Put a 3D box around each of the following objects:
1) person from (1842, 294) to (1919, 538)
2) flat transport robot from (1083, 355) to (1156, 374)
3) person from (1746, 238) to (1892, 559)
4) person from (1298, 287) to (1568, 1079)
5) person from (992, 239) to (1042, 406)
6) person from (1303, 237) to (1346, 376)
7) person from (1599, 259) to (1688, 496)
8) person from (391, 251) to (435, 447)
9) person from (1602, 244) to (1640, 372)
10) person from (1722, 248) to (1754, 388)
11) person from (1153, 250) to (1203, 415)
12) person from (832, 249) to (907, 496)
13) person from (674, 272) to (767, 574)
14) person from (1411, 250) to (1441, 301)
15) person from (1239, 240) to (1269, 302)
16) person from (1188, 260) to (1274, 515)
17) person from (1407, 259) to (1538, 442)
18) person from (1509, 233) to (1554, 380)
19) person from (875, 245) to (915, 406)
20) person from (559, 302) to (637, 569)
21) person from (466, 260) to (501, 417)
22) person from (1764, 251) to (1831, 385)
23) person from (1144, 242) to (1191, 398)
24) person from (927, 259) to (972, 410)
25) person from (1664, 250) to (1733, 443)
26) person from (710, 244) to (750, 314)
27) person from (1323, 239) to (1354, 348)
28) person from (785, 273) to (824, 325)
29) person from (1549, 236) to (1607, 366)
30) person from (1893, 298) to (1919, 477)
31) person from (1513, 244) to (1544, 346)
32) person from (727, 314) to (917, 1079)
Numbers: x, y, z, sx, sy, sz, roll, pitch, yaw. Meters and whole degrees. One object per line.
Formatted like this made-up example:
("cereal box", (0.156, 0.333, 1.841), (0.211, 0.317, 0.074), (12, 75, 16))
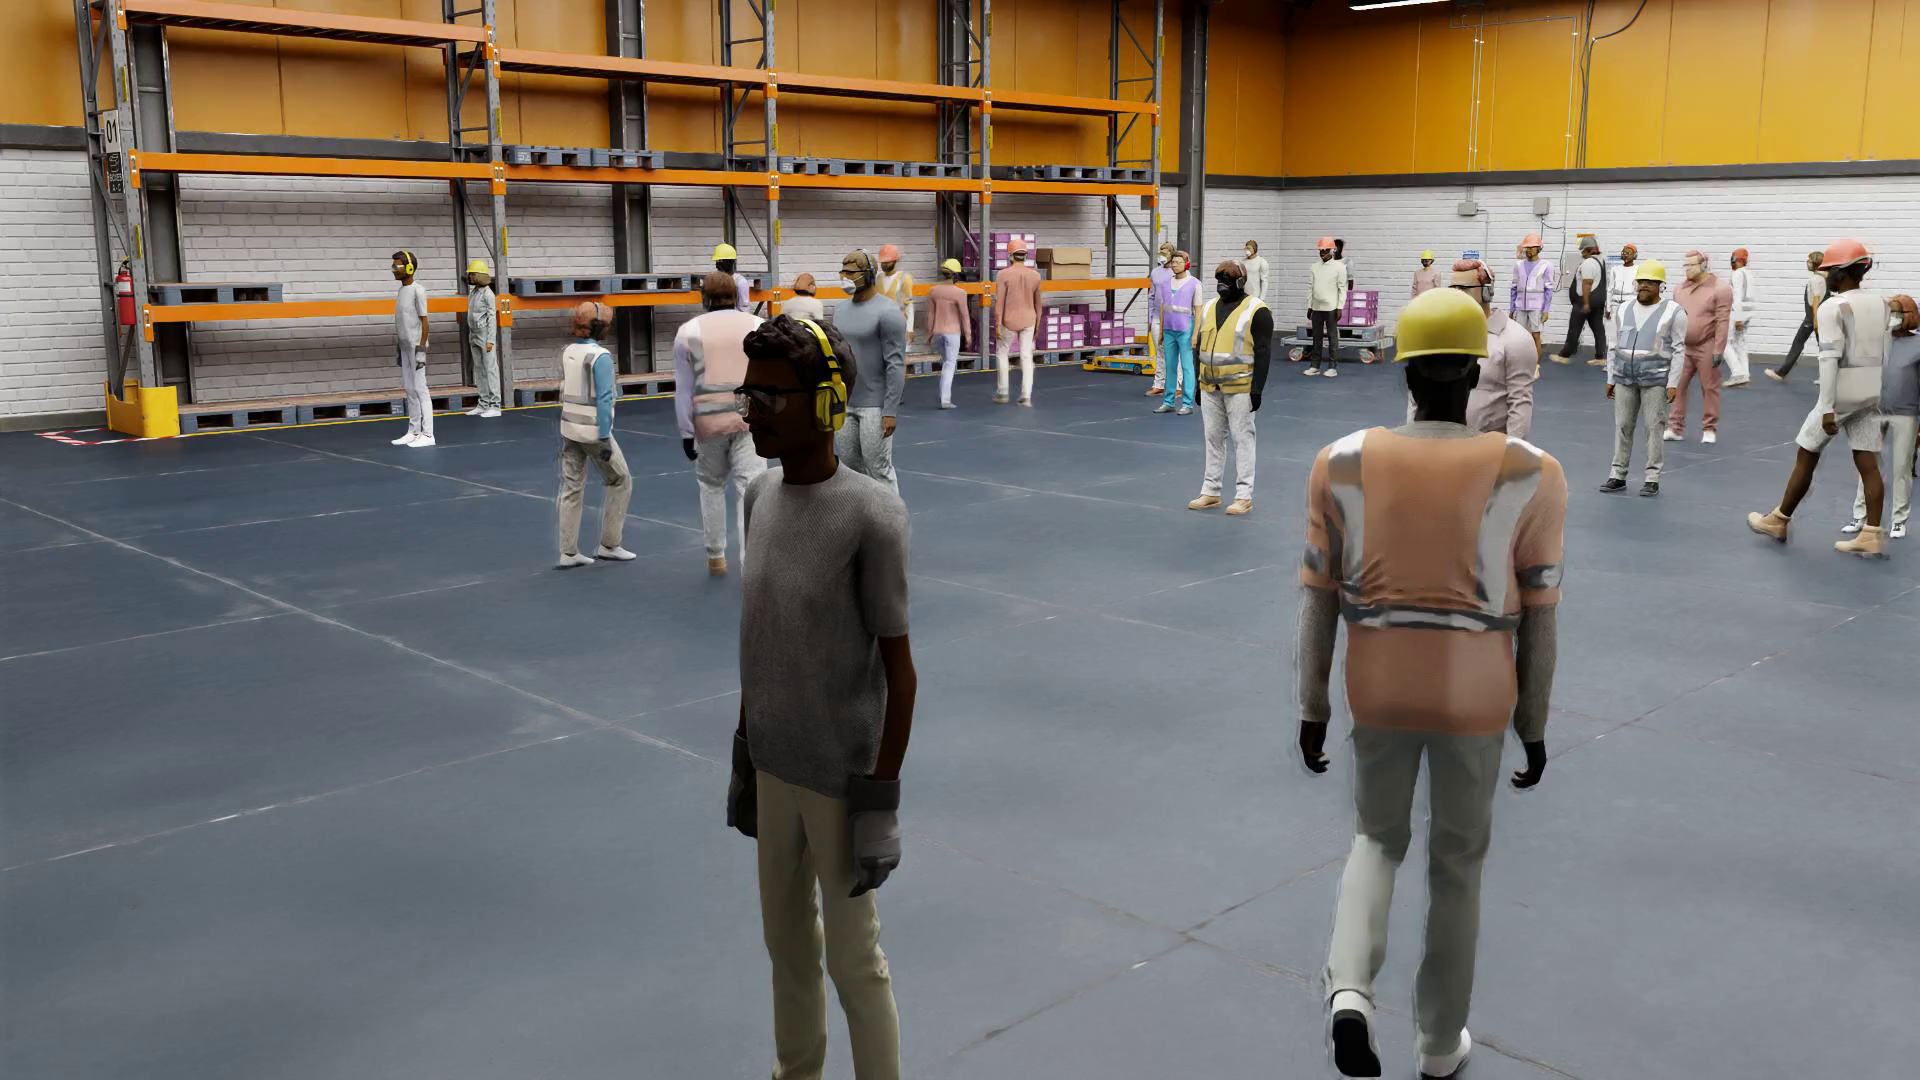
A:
("person", (6.260, -0.832, 11.191), (0.280, 1.633, 0.502), (-10, 14, -44))
("flat transport robot", (2.567, -2.594, 24.516), (0.652, 0.197, 1.431), (-10, 14, -44))
("person", (5.582, -0.915, 10.656), (0.607, 1.988, 0.993), (-4, 11, -21))
("person", (1.075, 0.373, 3.890), (0.585, 1.909, 0.597), (5, 12, 27))
("person", (0.649, -2.596, 19.893), (0.665, 1.962, 0.794), (-4, 11, -23))
("person", (5.262, -3.357, 23.975), (0.381, 1.994, 0.614), (-10, 14, -44))
("person", (5.324, -1.263, 12.989), (0.404, 1.836, 0.594), (-10, 14, -44))
("person", (-5.283, -1.828, 15.982), (0.326, 1.871, 0.520), (-10, 14, -44))
("person", (9.834, -3.415, 24.593), (0.353, 1.884, 0.577), (-10, 14, -44))
("person", (10.391, -2.950, 22.136), (0.446, 1.854, 0.596), (10, 14, 42))
("person", (2.487, -2.339, 18.816), (0.387, 1.849, 0.566), (-10, 14, -44))
("person", (-0.595, -0.819, 10.292), (0.370, 1.939, 0.631), (-10, 14, -44))
("person", (-1.333, -0.660, 9.777), (0.664, 1.799, 0.852), (-2, 11, -9))
("person", (7.908, -4.035, 28.288), (0.305, 1.772, 0.527), (-10, 14, -44))
("person", (4.965, -4.144, 28.420), (0.370, 1.939, 0.631), (-10, 14, -44))
("person", (1.959, -1.112, 12.154), (0.429, 1.844, 0.626), (-10, 14, -44))
("person", (2.481, -0.425, 8.229), (0.408, 1.908, 0.644), (-10, 14, -44))
("person", (7.993, -3.266, 23.350), (0.376, 2.043, 0.609), (-10, 14, -44))
("person", (-0.803, -2.552, 19.863), (0.631, 1.902, 0.686), (6, 12, 30))
("person", (-2.203, -0.634, 10.117), (0.547, 1.619, 0.580), (-10, 14, -43))
("person", (-5.358, -2.248, 18.608), (0.287, 1.746, 0.488), (-10, 14, -44))
("person", (11.513, -3.003, 22.576), (0.517, 1.795, 0.956), (-9, 13, -39))
("person", (2.595, -2.744, 20.786), (0.370, 1.939, 0.631), (-10, 14, -44))
("person", (-0.097, -2.399, 19.409), (0.560, 1.745, 0.540), (8, 13, 36))
("person", (7.192, -1.872, 16.233), (0.588, 1.879, 0.649), (-7, 12, -32))
("person", (-2.531, -2.263, 18.194), (0.368, 1.927, 0.589), (-10, 14, -44))
("person", (6.782, -4.415, 29.897), (0.642, 1.950, 0.424), (10, 14, 43))
("person", (-1.667, -2.078, 18.041), (0.499, 1.621, 0.366), (8, 13, 38))
("person", (9.724, -3.745, 25.964), (0.713, 2.000, 0.948), (-10, 14, -42))
("person", (8.207, -1.445, 13.865), (0.549, 1.878, 0.918), (10, 14, 43))
("person", (9.259, -3.885, 27.171), (0.483, 1.885, 0.643), (2, 11, 13))
("person", (-0.307, 0.485, 3.369), (0.326, 1.871, 0.520), (-10, 14, -44))
